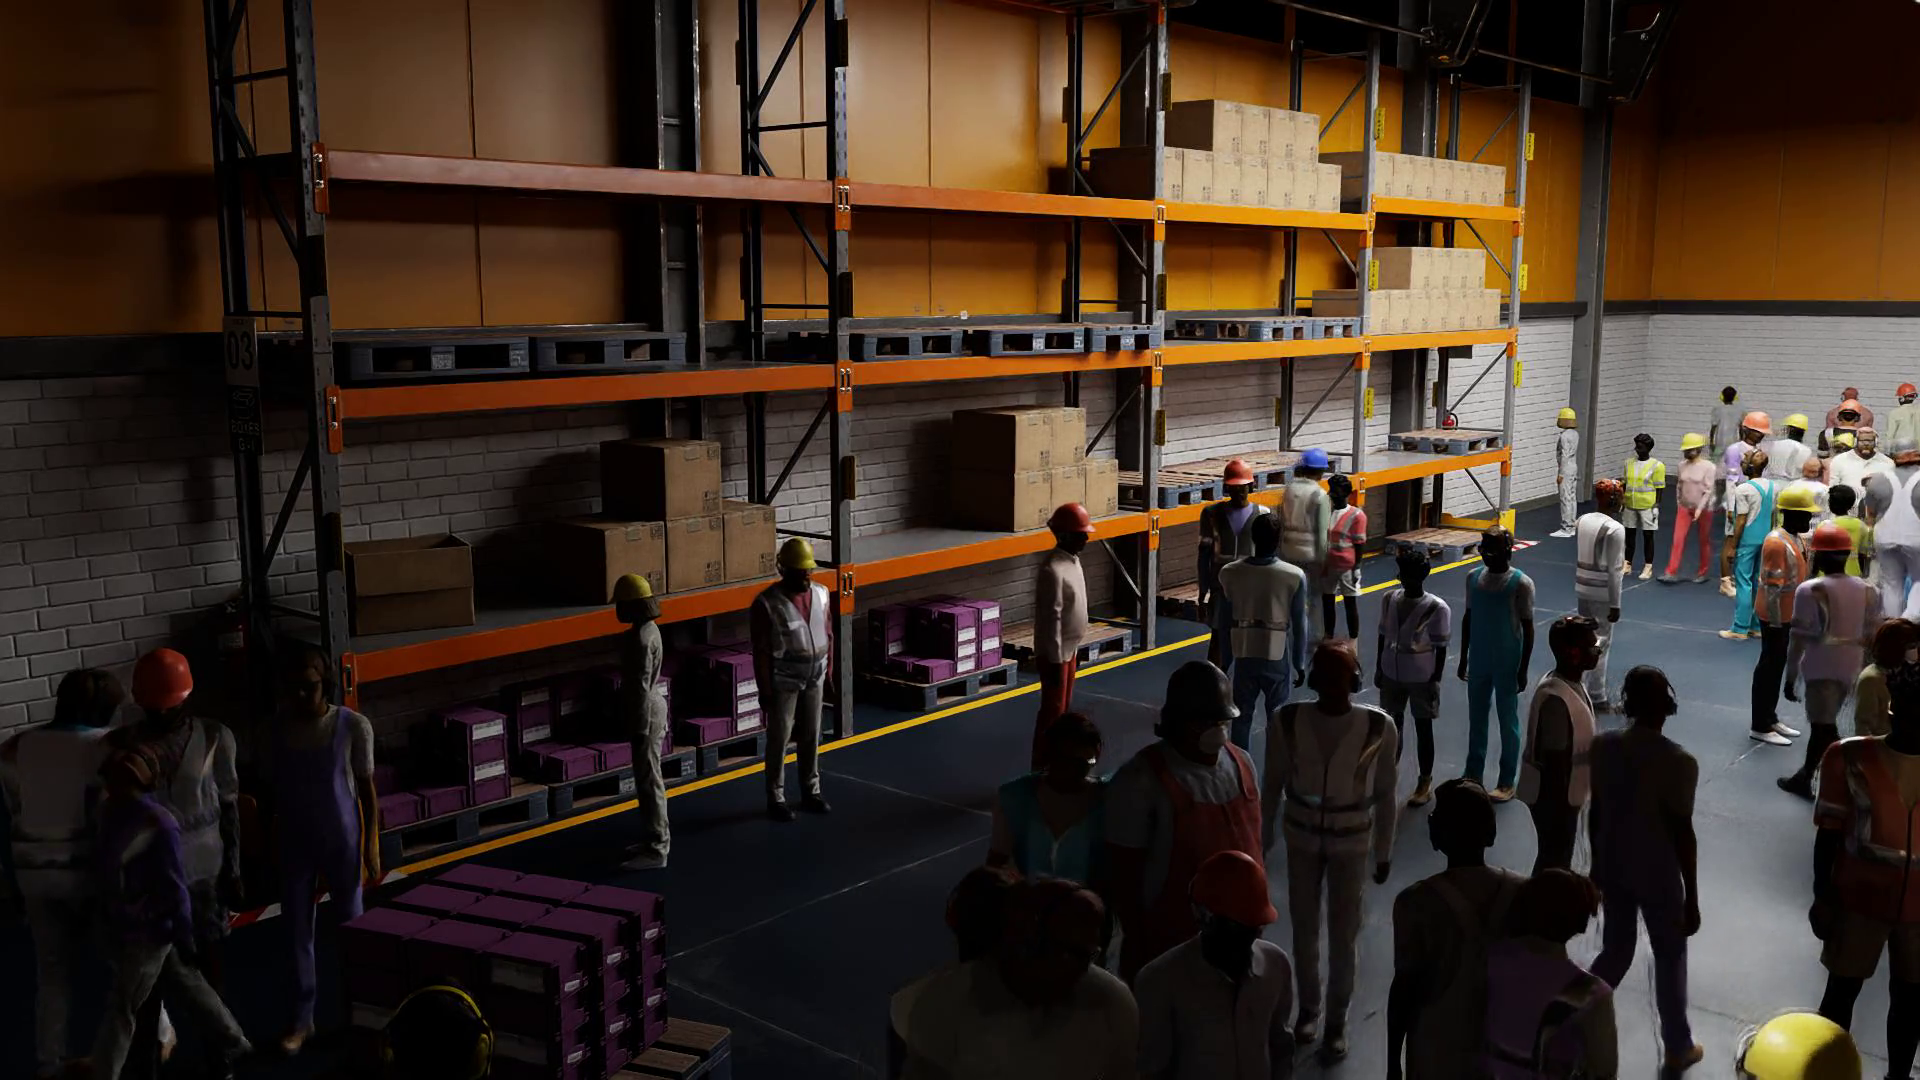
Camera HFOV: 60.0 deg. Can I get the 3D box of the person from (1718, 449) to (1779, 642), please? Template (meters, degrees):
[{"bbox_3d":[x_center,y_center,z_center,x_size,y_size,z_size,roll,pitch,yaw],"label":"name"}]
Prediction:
[{"bbox_3d":[7.540,0.050,15.882,0.507,1.847,0.345,-4,10,-27],"label":"person"}]

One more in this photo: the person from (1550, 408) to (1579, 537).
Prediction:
[{"bbox_3d":[8.147,-0.910,22.404,0.322,1.742,0.493,7,11,37],"label":"person"}]

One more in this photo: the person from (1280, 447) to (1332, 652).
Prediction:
[{"bbox_3d":[3.119,0.103,15.309,0.752,1.921,0.628,-6,11,-33],"label":"person"}]

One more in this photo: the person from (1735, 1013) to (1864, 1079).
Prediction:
[{"bbox_3d":[1.876,1.929,3.940,0.610,1.797,0.736,1,9,6],"label":"person"}]

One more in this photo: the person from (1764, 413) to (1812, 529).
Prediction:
[{"bbox_3d":[9.683,-0.524,19.414,0.561,1.897,0.618,-2,9,-13],"label":"person"}]

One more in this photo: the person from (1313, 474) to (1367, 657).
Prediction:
[{"bbox_3d":[3.449,0.236,15.183,0.319,1.690,0.530,-8,12,-42],"label":"person"}]

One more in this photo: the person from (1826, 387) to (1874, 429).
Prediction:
[{"bbox_3d":[12.910,-1.277,24.233,0.643,1.913,0.410,2,9,11],"label":"person"}]

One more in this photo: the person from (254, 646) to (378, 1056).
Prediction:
[{"bbox_3d":[-2.852,1.368,7.386,0.514,1.843,0.328,-1,9,-8],"label":"person"}]

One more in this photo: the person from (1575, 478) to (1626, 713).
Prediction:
[{"bbox_3d":[5.095,0.442,13.260,0.355,1.879,0.566,-2,9,-11],"label":"person"}]

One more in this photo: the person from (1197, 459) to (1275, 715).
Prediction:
[{"bbox_3d":[2.180,0.373,13.163,0.605,2.045,0.383,1,9,9],"label":"person"}]

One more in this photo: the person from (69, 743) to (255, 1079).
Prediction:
[{"bbox_3d":[-3.346,1.580,6.843,0.587,1.586,0.869,8,12,42],"label":"person"}]

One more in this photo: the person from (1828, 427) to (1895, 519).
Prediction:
[{"bbox_3d":[9.508,-0.244,17.583,0.643,1.910,0.399,3,9,17],"label":"person"}]

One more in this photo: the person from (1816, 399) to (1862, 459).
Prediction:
[{"bbox_3d":[10.623,-0.679,20.017,0.618,2.028,0.410,4,10,25],"label":"person"}]

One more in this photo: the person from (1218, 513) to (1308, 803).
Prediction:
[{"bbox_3d":[1.987,0.778,10.952,0.591,1.919,0.392,3,9,21],"label":"person"}]

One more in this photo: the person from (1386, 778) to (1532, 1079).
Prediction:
[{"bbox_3d":[1.627,1.677,5.430,0.505,1.839,0.344,-1,9,-7],"label":"person"}]

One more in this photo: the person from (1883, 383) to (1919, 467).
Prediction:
[{"bbox_3d":[13.507,-1.250,23.822,0.619,1.986,0.406,-1,9,-7],"label":"person"}]

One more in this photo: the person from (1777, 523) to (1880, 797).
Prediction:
[{"bbox_3d":[5.619,0.840,10.686,0.546,1.890,0.984,-1,9,-8],"label":"person"}]

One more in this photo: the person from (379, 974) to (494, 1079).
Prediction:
[{"bbox_3d":[-1.166,1.905,3.843,0.508,1.872,0.329,-3,9,-16],"label":"person"}]

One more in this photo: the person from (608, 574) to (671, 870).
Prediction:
[{"bbox_3d":[-1.884,1.055,9.778,0.324,1.731,0.490,-1,9,-9],"label":"person"}]

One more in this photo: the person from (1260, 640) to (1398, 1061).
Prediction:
[{"bbox_3d":[1.601,1.364,7.355,0.612,1.860,0.595,3,9,21],"label":"person"}]

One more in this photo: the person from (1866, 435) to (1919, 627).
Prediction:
[{"bbox_3d":[8.902,-0.010,15.641,0.698,2.000,0.539,8,12,43],"label":"person"}]

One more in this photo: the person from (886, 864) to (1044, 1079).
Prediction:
[{"bbox_3d":[0.090,1.823,4.575,0.635,1.805,0.625,-2,9,-14],"label":"person"}]

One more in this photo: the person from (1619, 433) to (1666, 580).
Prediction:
[{"bbox_3d":[7.854,-0.390,19.202,0.318,1.696,0.532,-6,11,-36],"label":"person"}]

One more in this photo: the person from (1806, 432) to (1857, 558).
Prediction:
[{"bbox_3d":[9.856,-0.356,18.866,0.593,1.736,0.540,-3,9,-18],"label":"person"}]

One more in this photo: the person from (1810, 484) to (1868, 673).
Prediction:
[{"bbox_3d":[7.757,0.339,14.601,0.539,1.662,0.808,-4,10,-25],"label":"person"}]

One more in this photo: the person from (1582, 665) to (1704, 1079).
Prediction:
[{"bbox_3d":[2.887,1.440,7.097,0.838,1.804,0.572,-5,10,-32],"label":"person"}]

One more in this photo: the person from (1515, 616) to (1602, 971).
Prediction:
[{"bbox_3d":[2.874,1.270,7.999,0.385,1.849,0.569,4,10,23],"label":"person"}]

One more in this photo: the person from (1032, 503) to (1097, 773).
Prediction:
[{"bbox_3d":[0.699,0.731,11.061,0.422,1.983,0.614,3,9,18],"label":"person"}]

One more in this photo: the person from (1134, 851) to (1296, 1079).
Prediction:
[{"bbox_3d":[0.788,1.781,5.048,0.564,1.744,0.349,-4,10,-25],"label":"person"}]

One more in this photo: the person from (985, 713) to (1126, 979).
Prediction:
[{"bbox_3d":[0.341,1.545,6.330,0.618,1.811,0.679,4,9,22],"label":"person"}]

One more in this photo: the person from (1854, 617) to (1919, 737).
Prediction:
[{"bbox_3d":[5.020,1.216,9.042,0.501,1.633,0.284,-6,10,-32],"label":"person"}]

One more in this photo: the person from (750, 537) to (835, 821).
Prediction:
[{"bbox_3d":[-1.053,0.880,10.624,0.586,1.824,0.406,-8,12,-41],"label":"person"}]

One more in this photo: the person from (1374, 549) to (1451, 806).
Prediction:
[{"bbox_3d":[2.954,0.893,10.932,0.320,1.693,0.531,-8,12,-42],"label":"person"}]

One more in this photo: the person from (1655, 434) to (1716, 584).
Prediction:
[{"bbox_3d":[8.202,-0.328,18.711,0.884,1.714,0.516,-6,11,-33],"label":"person"}]

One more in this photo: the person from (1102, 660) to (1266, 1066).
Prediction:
[{"bbox_3d":[0.903,1.447,6.245,0.676,2.000,0.536,-6,10,-33],"label":"person"}]

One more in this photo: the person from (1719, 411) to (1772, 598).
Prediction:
[{"bbox_3d":[8.564,-0.387,18.097,0.605,2.034,0.400,-6,10,-32],"label":"person"}]

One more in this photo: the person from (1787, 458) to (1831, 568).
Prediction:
[{"bbox_3d":[8.902,-0.067,17.436,0.863,1.591,0.516,-6,11,-36],"label":"person"}]

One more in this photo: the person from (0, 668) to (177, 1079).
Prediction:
[{"bbox_3d":[-3.719,1.431,7.095,0.648,1.806,0.566,-1,9,-4],"label":"person"}]

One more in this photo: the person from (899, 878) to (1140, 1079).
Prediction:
[{"bbox_3d":[0.136,1.797,4.547,0.725,1.870,0.475,-1,9,-7],"label":"person"}]

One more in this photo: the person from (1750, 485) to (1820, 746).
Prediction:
[{"bbox_3d":[6.142,0.549,12.398,0.381,1.928,0.587,7,12,40],"label":"person"}]

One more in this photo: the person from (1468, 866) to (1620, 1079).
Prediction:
[{"bbox_3d":[1.855,1.809,5.280,0.761,1.605,0.521,-5,10,-29],"label":"person"}]

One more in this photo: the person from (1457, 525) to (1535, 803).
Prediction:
[{"bbox_3d":[3.527,0.809,10.988,0.328,1.844,0.513,-7,11,-38],"label":"person"}]

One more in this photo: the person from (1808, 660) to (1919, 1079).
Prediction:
[{"bbox_3d":[3.705,1.429,6.619,0.600,1.960,0.374,2,9,14],"label":"person"}]

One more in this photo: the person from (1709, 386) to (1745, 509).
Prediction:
[{"bbox_3d":[11.659,-1.418,25.351,0.505,1.844,0.730,2,9,14],"label":"person"}]

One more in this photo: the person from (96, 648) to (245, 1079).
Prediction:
[{"bbox_3d":[-3.290,1.391,6.971,0.543,1.928,0.373,-5,10,-27],"label":"person"}]
